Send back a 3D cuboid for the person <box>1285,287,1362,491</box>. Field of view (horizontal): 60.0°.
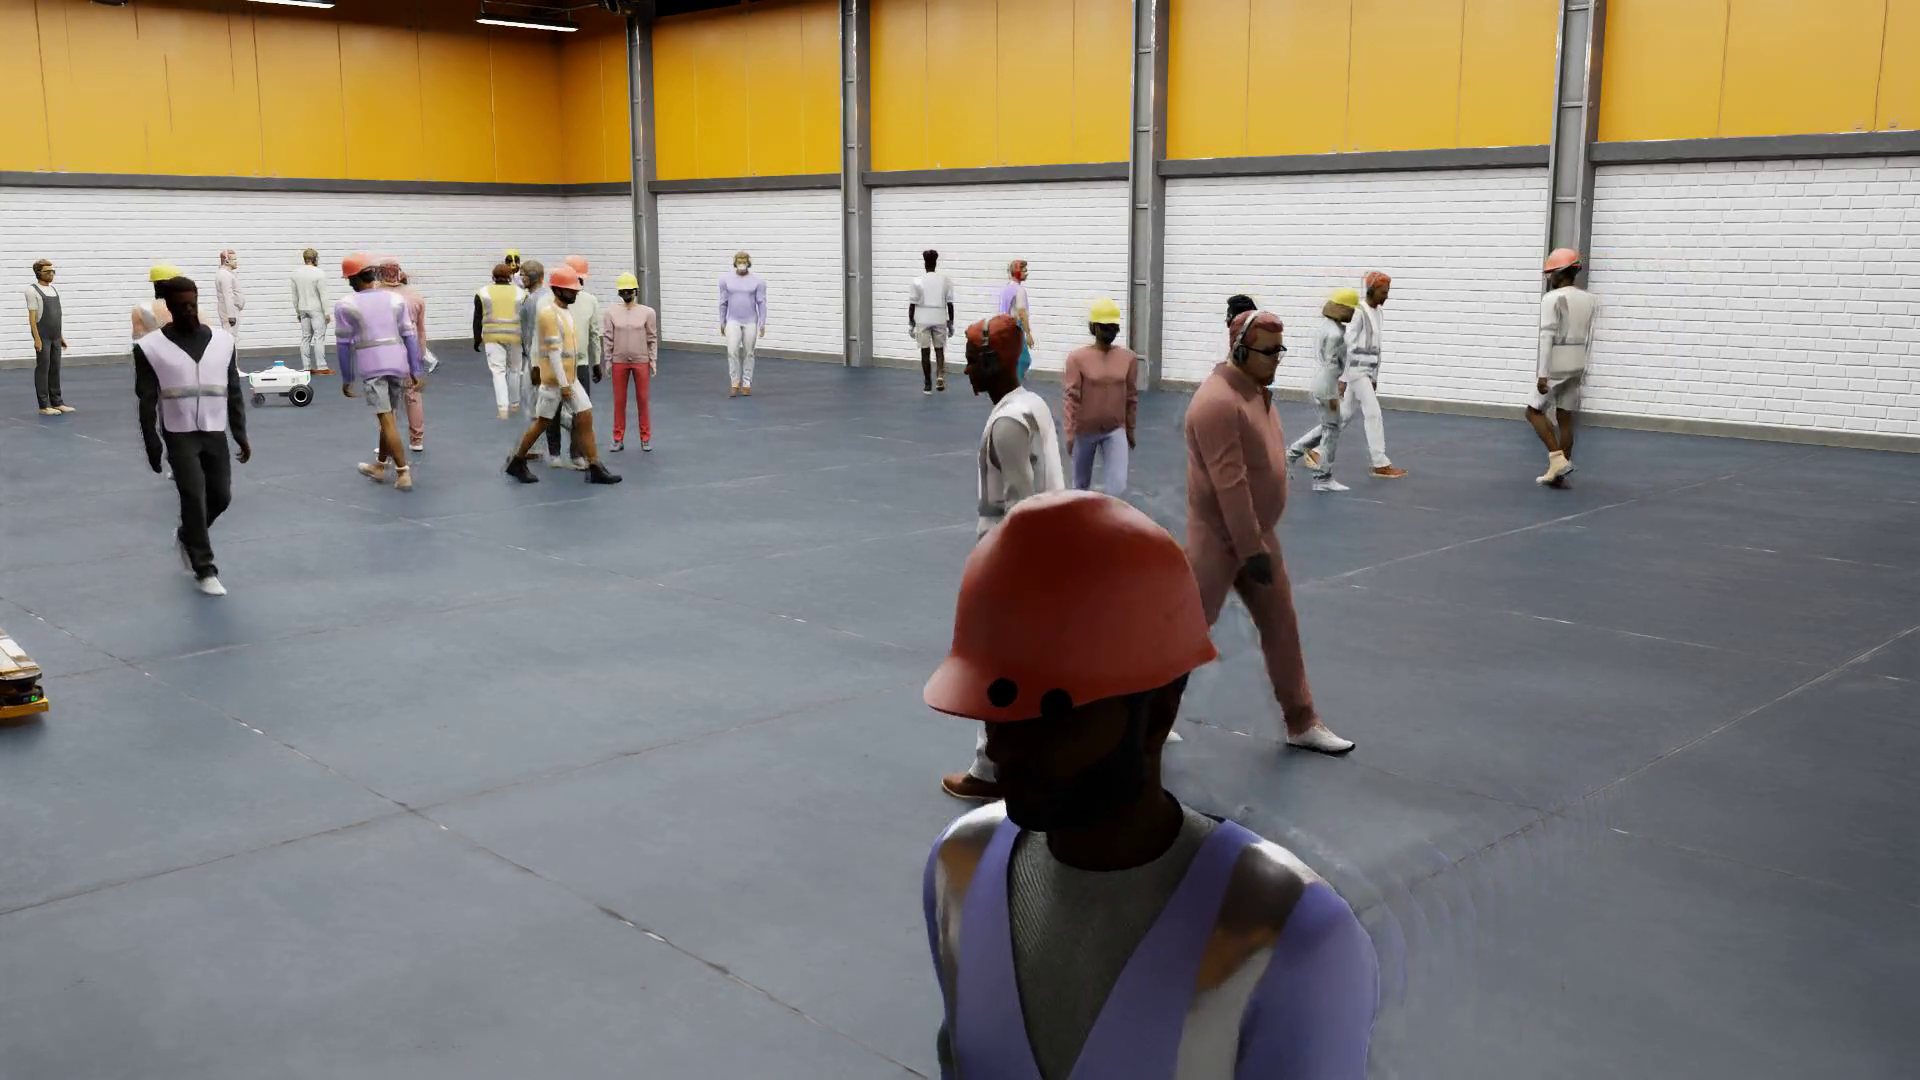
[{"bbox_3d":[3.021,-1.248,13.829,0.568,1.712,0.532,2,11,9],"label":"person"}]

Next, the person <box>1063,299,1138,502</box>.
[{"bbox_3d":[0.933,-0.723,10.961,0.541,1.713,0.899,-3,11,-14],"label":"person"}]

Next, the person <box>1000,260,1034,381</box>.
[{"bbox_3d":[0.711,-2.537,20.561,0.452,1.827,0.575,-2,11,-9],"label":"person"}]

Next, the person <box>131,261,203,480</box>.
[{"bbox_3d":[-6.764,-1.430,14.295,0.636,1.912,0.606,9,14,42],"label":"person"}]

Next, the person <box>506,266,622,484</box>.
[{"bbox_3d":[-3.468,-1.399,14.234,1.009,1.889,0.535,3,11,16],"label":"person"}]

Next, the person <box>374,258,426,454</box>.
[{"bbox_3d":[-5.545,-1.793,16.288,0.642,1.909,0.410,-10,14,-42],"label":"person"}]

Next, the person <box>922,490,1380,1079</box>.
[{"bbox_3d":[0.201,0.873,1.786,0.554,1.903,0.962,8,13,36],"label":"person"}]

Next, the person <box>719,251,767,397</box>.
[{"bbox_3d":[-2.863,-2.829,21.891,0.646,1.912,0.800,-1,10,-3],"label":"person"}]

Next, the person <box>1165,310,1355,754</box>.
[{"bbox_3d":[1.100,-0.021,6.853,0.965,1.849,0.635,7,12,33],"label":"person"}]

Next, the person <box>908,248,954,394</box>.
[{"bbox_3d":[-0.395,-2.934,22.379,0.630,1.951,0.421,-2,11,-12],"label":"person"}]

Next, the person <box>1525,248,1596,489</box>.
[{"bbox_3d":[5.044,-1.438,14.033,0.651,2.020,0.454,-6,12,-30],"label":"person"}]

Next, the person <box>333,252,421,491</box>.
[{"bbox_3d":[-4.929,-1.422,14.043,0.633,1.983,0.970,-10,14,-44],"label":"person"}]

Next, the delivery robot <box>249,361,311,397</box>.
[{"bbox_3d":[-8.520,-1.998,20.840,0.707,0.478,0.477,-4,11,-19],"label":"delivery robot"}]

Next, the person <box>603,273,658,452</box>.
[{"bbox_3d":[-3.247,-1.747,16.422,0.526,1.768,0.331,-1,10,-5],"label":"person"}]

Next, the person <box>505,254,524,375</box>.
[{"bbox_3d":[-6.885,-3.417,25.321,0.505,1.848,0.529,-5,12,-27],"label":"person"}]

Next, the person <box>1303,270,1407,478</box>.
[{"bbox_3d":[3.507,-1.486,14.849,0.991,1.837,0.638,6,12,31],"label":"person"}]

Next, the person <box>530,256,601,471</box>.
[{"bbox_3d":[-3.554,-1.592,15.087,0.723,1.931,0.880,-7,13,-34],"label":"person"}]

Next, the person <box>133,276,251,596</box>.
[{"bbox_3d":[-4.646,-0.641,10.029,0.769,1.899,0.592,9,14,41],"label":"person"}]

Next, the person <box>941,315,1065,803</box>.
[{"bbox_3d":[0.331,0.091,6.187,0.757,1.851,0.581,3,11,17],"label":"person"}]

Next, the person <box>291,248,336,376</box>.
[{"bbox_3d":[-9.835,-3.454,25.259,0.634,1.936,0.351,4,11,20],"label":"person"}]

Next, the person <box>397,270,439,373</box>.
[{"bbox_3d":[-8.437,-3.324,25.473,0.769,1.609,0.531,-6,12,-31],"label":"person"}]

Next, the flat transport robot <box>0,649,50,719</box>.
[{"bbox_3d":[-4.704,0.610,7.646,0.652,0.197,1.431,-8,13,-38],"label":"flat transport robot"}]

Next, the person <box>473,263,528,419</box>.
[{"bbox_3d":[-5.395,-2.344,19.582,0.640,1.791,0.940,-4,11,-20],"label":"person"}]

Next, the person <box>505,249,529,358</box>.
[{"bbox_3d":[-7.609,-4.045,28.606,0.606,1.890,0.873,5,11,25],"label":"person"}]

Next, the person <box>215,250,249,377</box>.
[{"bbox_3d":[-11.013,-3.419,25.153,0.399,1.910,0.643,-5,12,-26],"label":"person"}]

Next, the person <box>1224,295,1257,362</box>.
[{"bbox_3d":[2.106,-0.984,12.482,0.389,1.690,0.573,0,10,-1],"label":"person"}]

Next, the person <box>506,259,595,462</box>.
[{"bbox_3d":[-3.869,-1.662,15.559,0.768,1.918,0.635,-1,10,-5],"label":"person"}]

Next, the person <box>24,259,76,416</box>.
[{"bbox_3d":[-10.846,-2.406,19.797,0.345,1.847,0.504,1,10,6],"label":"person"}]
